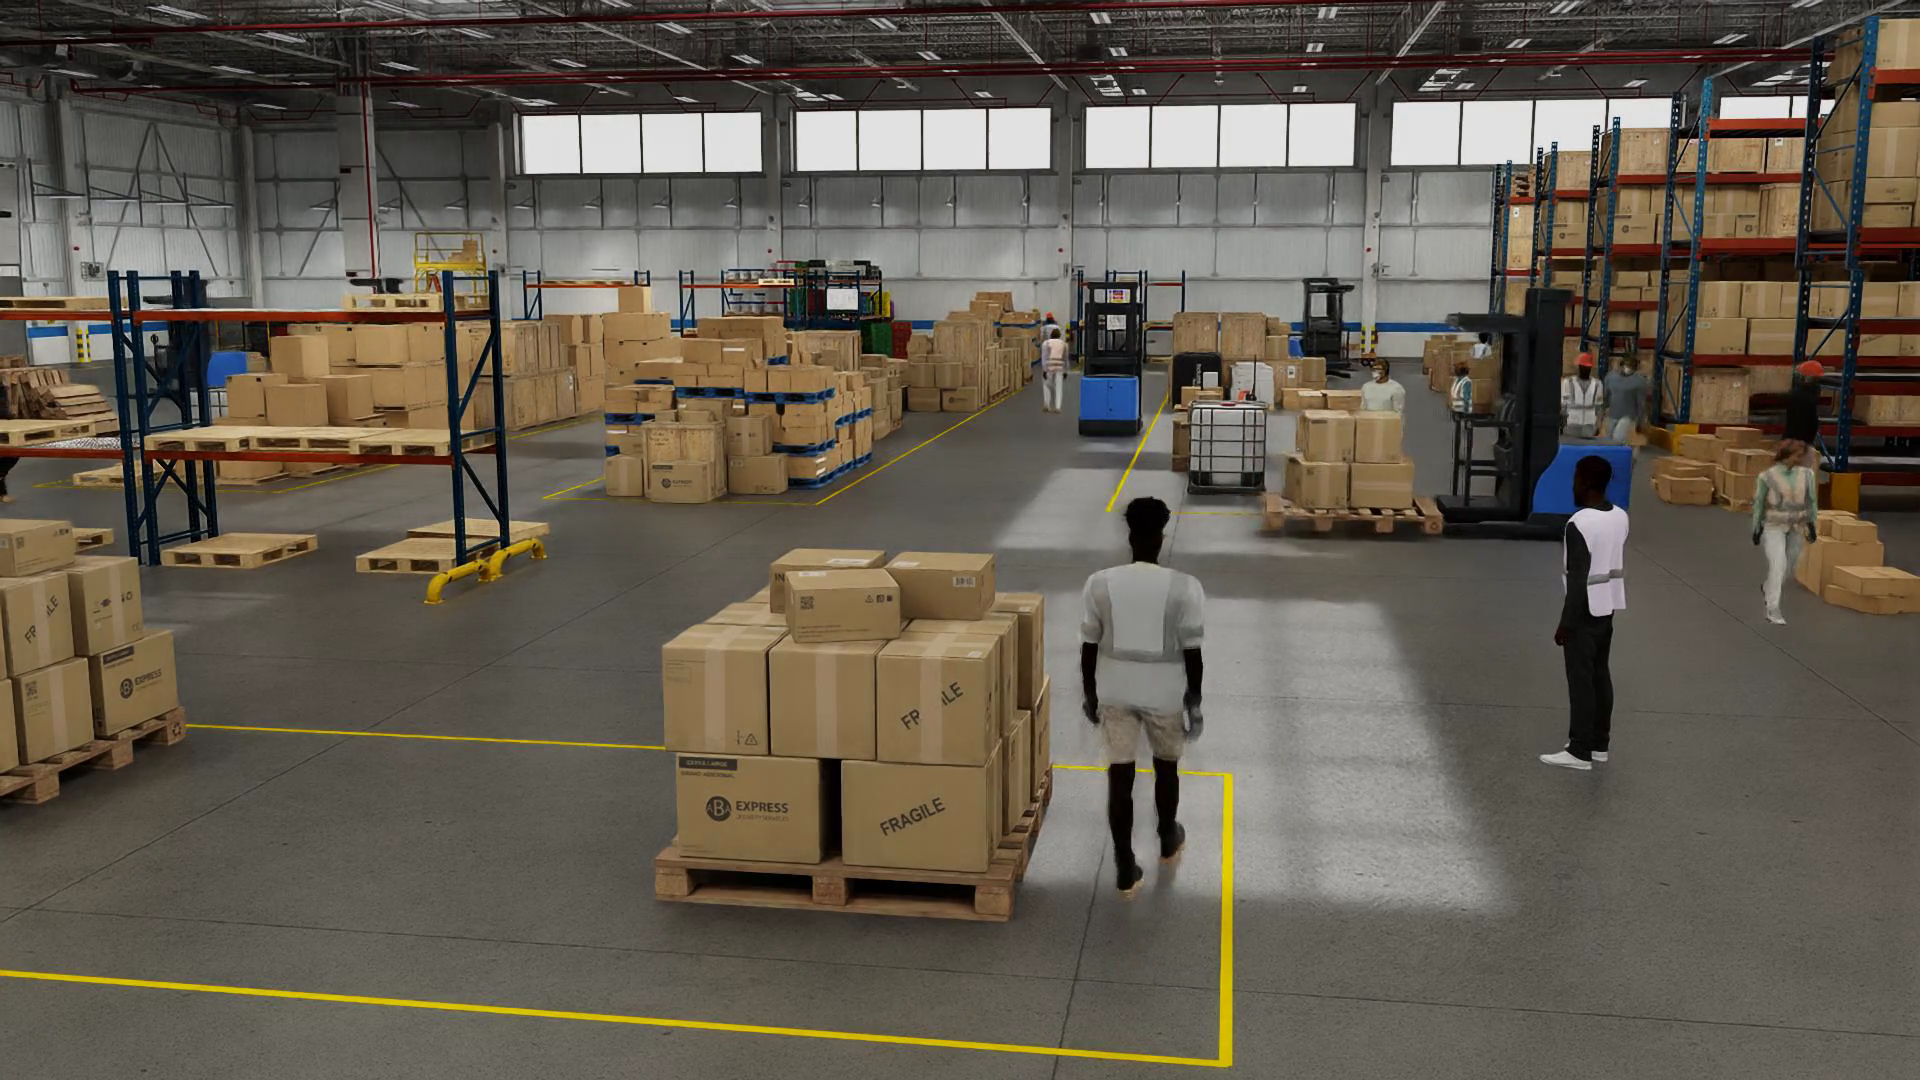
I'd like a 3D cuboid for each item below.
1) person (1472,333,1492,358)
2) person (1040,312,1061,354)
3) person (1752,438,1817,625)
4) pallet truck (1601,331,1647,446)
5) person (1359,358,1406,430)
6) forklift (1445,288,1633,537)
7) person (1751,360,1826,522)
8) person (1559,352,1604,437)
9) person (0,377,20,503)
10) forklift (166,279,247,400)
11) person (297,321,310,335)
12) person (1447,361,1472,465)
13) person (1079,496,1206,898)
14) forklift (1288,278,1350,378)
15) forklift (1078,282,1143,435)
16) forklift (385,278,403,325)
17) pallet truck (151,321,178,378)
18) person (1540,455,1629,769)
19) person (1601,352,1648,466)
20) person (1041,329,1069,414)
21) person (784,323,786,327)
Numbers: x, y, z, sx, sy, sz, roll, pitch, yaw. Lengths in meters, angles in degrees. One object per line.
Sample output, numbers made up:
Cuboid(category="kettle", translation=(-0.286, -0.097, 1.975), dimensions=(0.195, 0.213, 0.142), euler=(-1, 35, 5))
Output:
Cuboid(category="person", translation=(11.752, -3.867, 37.432), dimensions=(0.381, 1.680, 0.549), euler=(-5, 11, -30))
Cuboid(category="person", translation=(2.431, -5.203, 44.970), dimensions=(0.535, 1.913, 0.419), euler=(-1, 9, -7))
Cuboid(category="person", translation=(7.166, -0.105, 14.531), dimensions=(0.510, 1.603, 0.756), euler=(-1, 9, -5))
Cuboid(category="pallet truck", translation=(11.253, -2.573, 28.499), dimensions=(0.823, 1.965, 1.885), euler=(5, 10, 27))
Cuboid(category="person", translation=(5.305, -1.333, 21.029), dimensions=(0.357, 1.938, 0.638), euler=(-8, 12, -41))
Cuboid(category="forklift", translation=(6.635, -1.469, 18.976), dimensions=(1.873, 2.768, 1.129), euler=(1, 9, 9))
Cuboid(category="person", translation=(10.089, -1.191, 20.067), dimensions=(0.784, 1.972, 0.617), euler=(2, 10, 15))
Cuboid(category="person", translation=(8.534, -1.624, 22.851), dimensions=(0.563, 1.927, 0.423), euler=(1, 9, 7))
Cuboid(category="person", translation=(-12.636, -1.489, 21.682), dimensions=(0.593, 2.000, 0.721), euler=(3, 10, 21))
Cuboid(category="forklift", translation=(-18.051, -4.783, 39.416), dimensions=(1.873, 2.768, 1.129), euler=(-8, 12, -40))
Cuboid(category="person", translation=(-17.057, -4.873, 43.131), dimensions=(0.597, 1.889, 0.938), euler=(-4, 10, -23))
Cuboid(category="person", translation=(7.833, -1.983, 25.986), dimensions=(0.317, 1.631, 0.523), euler=(-1, 9, -5))
Cuboid(category="person", translation=(0.926, 0.735, 8.275), dimensions=(0.632, 1.932, 0.885), euler=(2, 10, 14))
Cuboid(category="forklift", translation=(10.079, -5.988, 46.848), dimensions=(1.129, 2.768, 1.873), euler=(-3, 10, -15))
Cuboid(category="forklift", translation=(2.824, -3.411, 30.954), dimensions=(1.129, 2.768, 1.873), euler=(1, 9, 9))
Cuboid(category="forklift", translation=(-14.915, -5.515, 43.929), dimensions=(1.873, 2.768, 1.129), euler=(-3, 10, -17))
Cuboid(category="pallet truck", translation=(-21.869, -5.598, 47.154), dimensions=(0.823, 1.965, 1.885), euler=(4, 10, 26))
Cuboid(category="person", translation=(3.844, 0.441, 10.154), dimensions=(0.596, 1.918, 0.380), euler=(-9, 13, -43))
Cuboid(category="person", translation=(9.370, -1.708, 23.451), dimensions=(0.740, 1.905, 0.678), euler=(-7, 11, -36))
Cuboid(category="person", translation=(2.017, -3.600, 35.517), dimensions=(0.630, 1.779, 0.994), euler=(-2, 9, -9))
Cuboid(category="person", translation=(-4.763, -5.036, 44.765), dimensions=(0.916, 1.646, 0.533), euler=(0, 9, -3))
